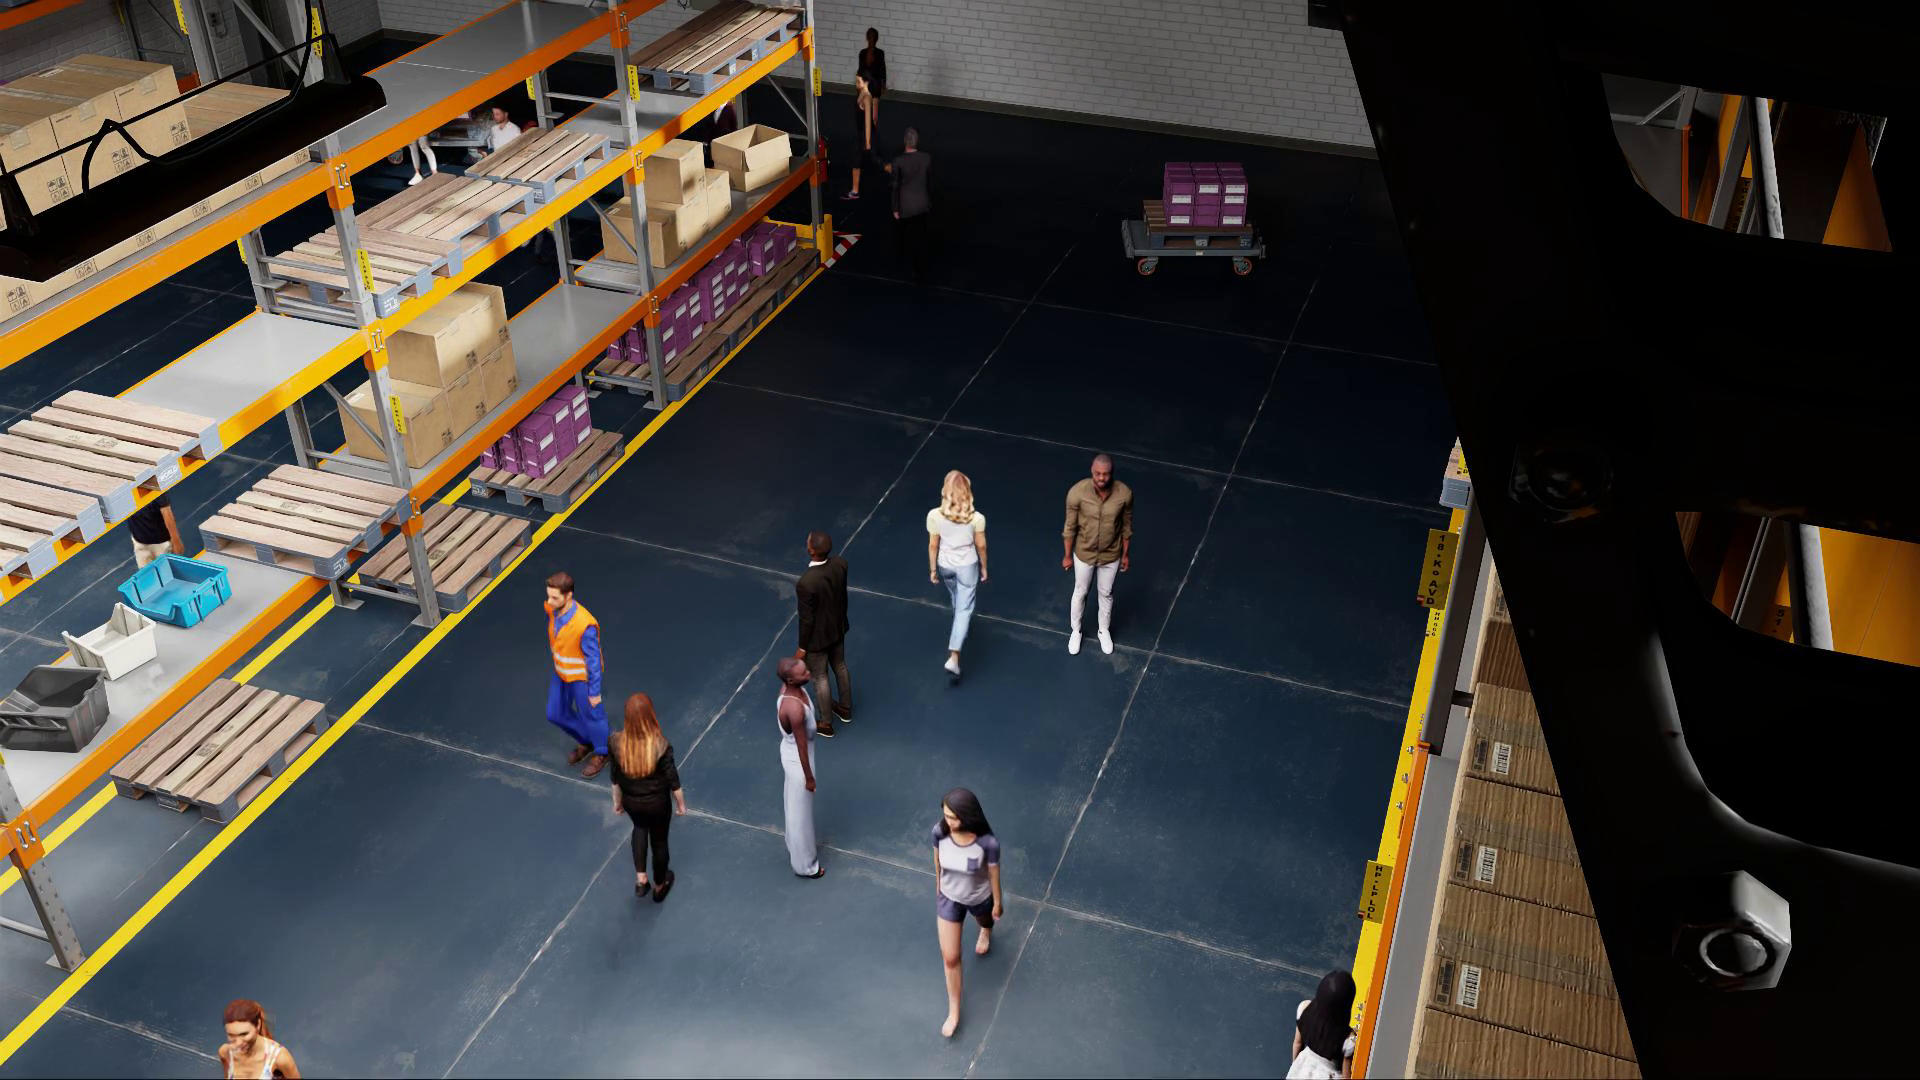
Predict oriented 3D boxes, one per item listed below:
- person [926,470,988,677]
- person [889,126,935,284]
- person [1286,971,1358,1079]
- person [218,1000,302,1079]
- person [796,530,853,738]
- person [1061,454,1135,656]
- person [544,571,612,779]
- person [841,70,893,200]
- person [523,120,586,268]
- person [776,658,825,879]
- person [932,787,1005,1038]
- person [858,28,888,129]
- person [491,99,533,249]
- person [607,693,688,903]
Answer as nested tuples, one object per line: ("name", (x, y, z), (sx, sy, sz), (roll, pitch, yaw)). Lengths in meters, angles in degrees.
("person", (-0.025, 0.285, 13.168), (0.821, 1.689, 1.217), (5, 34, 7))
("person", (-0.531, -3.849, 19.279), (1.126, 1.809, 1.224), (-11, 35, -16))
("person", (1.945, 3.000, 9.012), (0.802, 1.769, 0.777), (-24, 41, -32))
("person", (-3.635, 3.094, 8.849), (0.627, 1.791, 0.619), (5, 34, 7))
("person", (-1.011, 0.689, 12.461), (0.786, 1.799, 0.620), (24, 41, 32))
("person", (1.102, 0.096, 13.329), (0.799, 1.825, 0.726), (-1, 34, -2))
("person", (-2.699, 0.926, 12.063), (0.784, 1.844, 0.781), (24, 40, 31))
("person", (-1.091, -5.194, 21.413), (1.076, 1.686, 1.132), (-8, 35, -12))
("person", (-5.003, -4.041, 19.641), (0.928, 1.729, 0.922), (1, 34, 2))
("person", (-1.092, 1.515, 11.233), (0.701, 1.783, 0.595), (-8, 34, -11))
("person", (0.078, 2.162, 10.380), (0.704, 1.650, 1.199), (8, 34, 12))
("person", (-1.237, -6.370, 23.312), (0.680, 1.544, 0.730), (-2, 34, -3))
("person", (-5.362, -4.452, 20.158), (0.759, 1.841, 0.740), (23, 40, 31))
("person", (-2.092, 1.767, 10.928), (0.670, 1.702, 0.686), (5, 34, 8))
